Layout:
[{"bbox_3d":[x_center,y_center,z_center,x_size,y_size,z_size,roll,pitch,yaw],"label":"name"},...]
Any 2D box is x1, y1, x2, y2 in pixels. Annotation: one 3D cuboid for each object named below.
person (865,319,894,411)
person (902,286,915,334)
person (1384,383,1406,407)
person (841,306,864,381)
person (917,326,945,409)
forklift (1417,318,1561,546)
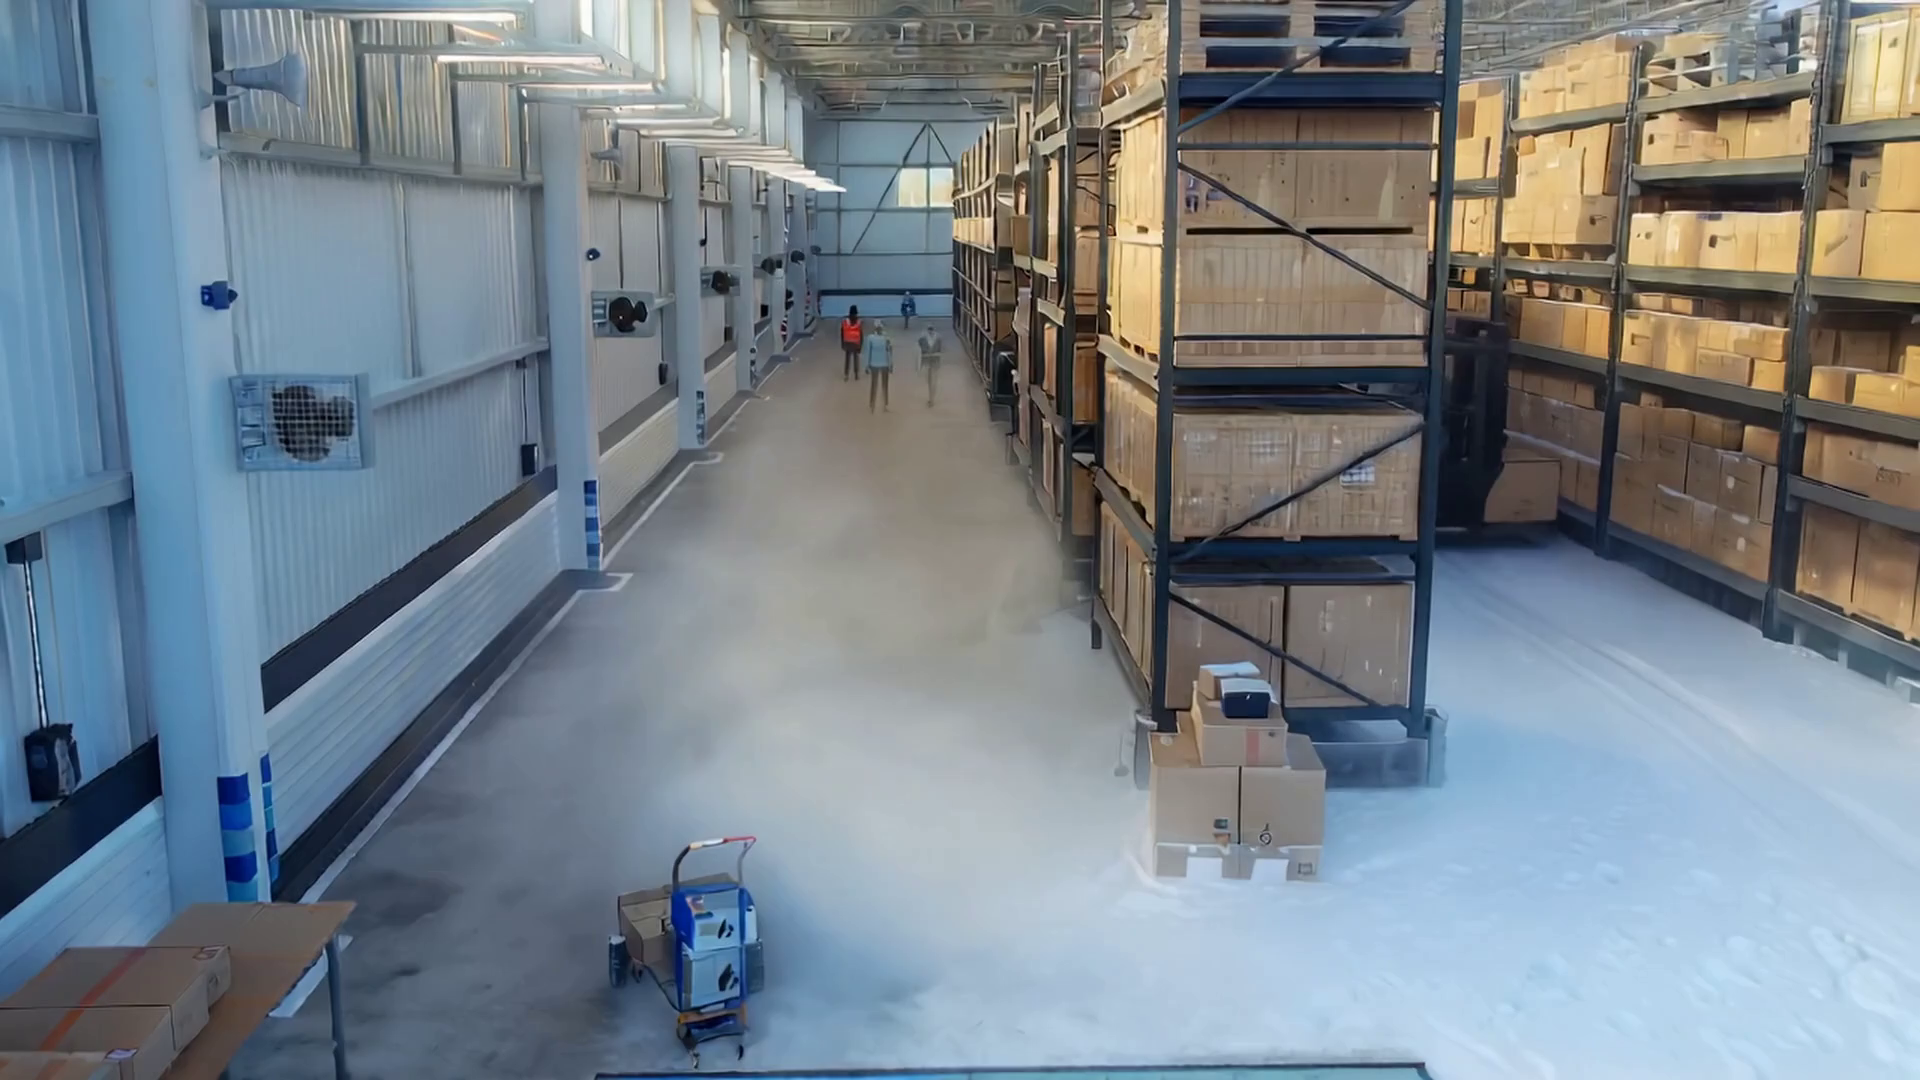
[{"bbox_3d":[-1.721,-3.743,35.670,0.621,1.986,0.409,-2,11,-10],"label":"person"},{"bbox_3d":[-1.922,-8.359,60.387,0.479,1.709,0.795,6,12,29],"label":"person"},{"bbox_3d":[7.787,-2.575,29.790,0.402,1.905,0.652,2,11,10],"label":"person"},{"bbox_3d":[-2.747,-5.028,42.540,0.590,1.911,0.392,-4,12,-19],"label":"person"},{"bbox_3d":[-0.620,-3.759,36.217,0.594,1.792,0.949,-2,11,-11],"label":"person"},{"bbox_3d":[6.594,-1.403,21.148,1.873,2.768,1.129,-2,11,-11],"label":"forklift"}]
